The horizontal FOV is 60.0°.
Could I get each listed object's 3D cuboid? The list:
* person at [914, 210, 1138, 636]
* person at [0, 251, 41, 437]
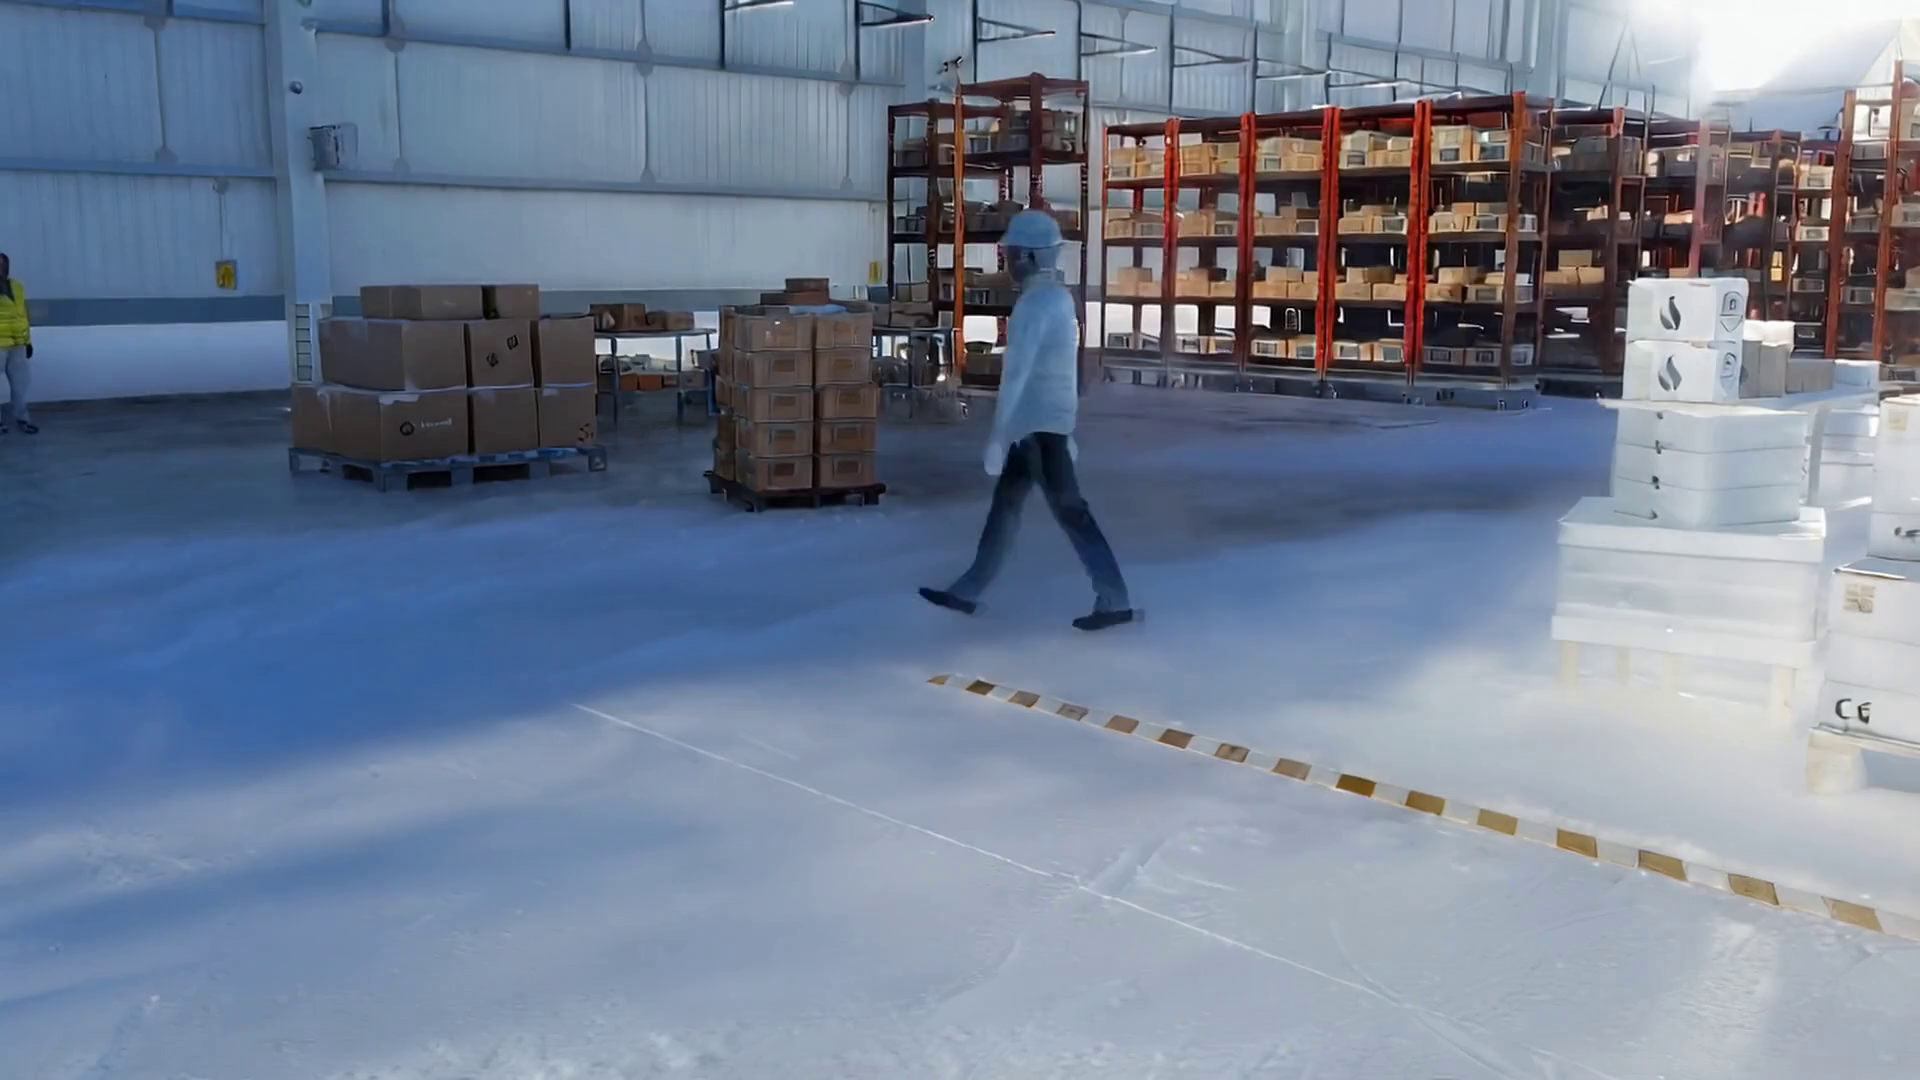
[{"bbox_3d":[0.336,-0.527,7.619,1.106,1.935,0.637,3,10,16],"label":"person"},{"bbox_3d":[-9.419,-1.928,16.371,0.430,1.832,0.632,3,10,18],"label":"person"}]
